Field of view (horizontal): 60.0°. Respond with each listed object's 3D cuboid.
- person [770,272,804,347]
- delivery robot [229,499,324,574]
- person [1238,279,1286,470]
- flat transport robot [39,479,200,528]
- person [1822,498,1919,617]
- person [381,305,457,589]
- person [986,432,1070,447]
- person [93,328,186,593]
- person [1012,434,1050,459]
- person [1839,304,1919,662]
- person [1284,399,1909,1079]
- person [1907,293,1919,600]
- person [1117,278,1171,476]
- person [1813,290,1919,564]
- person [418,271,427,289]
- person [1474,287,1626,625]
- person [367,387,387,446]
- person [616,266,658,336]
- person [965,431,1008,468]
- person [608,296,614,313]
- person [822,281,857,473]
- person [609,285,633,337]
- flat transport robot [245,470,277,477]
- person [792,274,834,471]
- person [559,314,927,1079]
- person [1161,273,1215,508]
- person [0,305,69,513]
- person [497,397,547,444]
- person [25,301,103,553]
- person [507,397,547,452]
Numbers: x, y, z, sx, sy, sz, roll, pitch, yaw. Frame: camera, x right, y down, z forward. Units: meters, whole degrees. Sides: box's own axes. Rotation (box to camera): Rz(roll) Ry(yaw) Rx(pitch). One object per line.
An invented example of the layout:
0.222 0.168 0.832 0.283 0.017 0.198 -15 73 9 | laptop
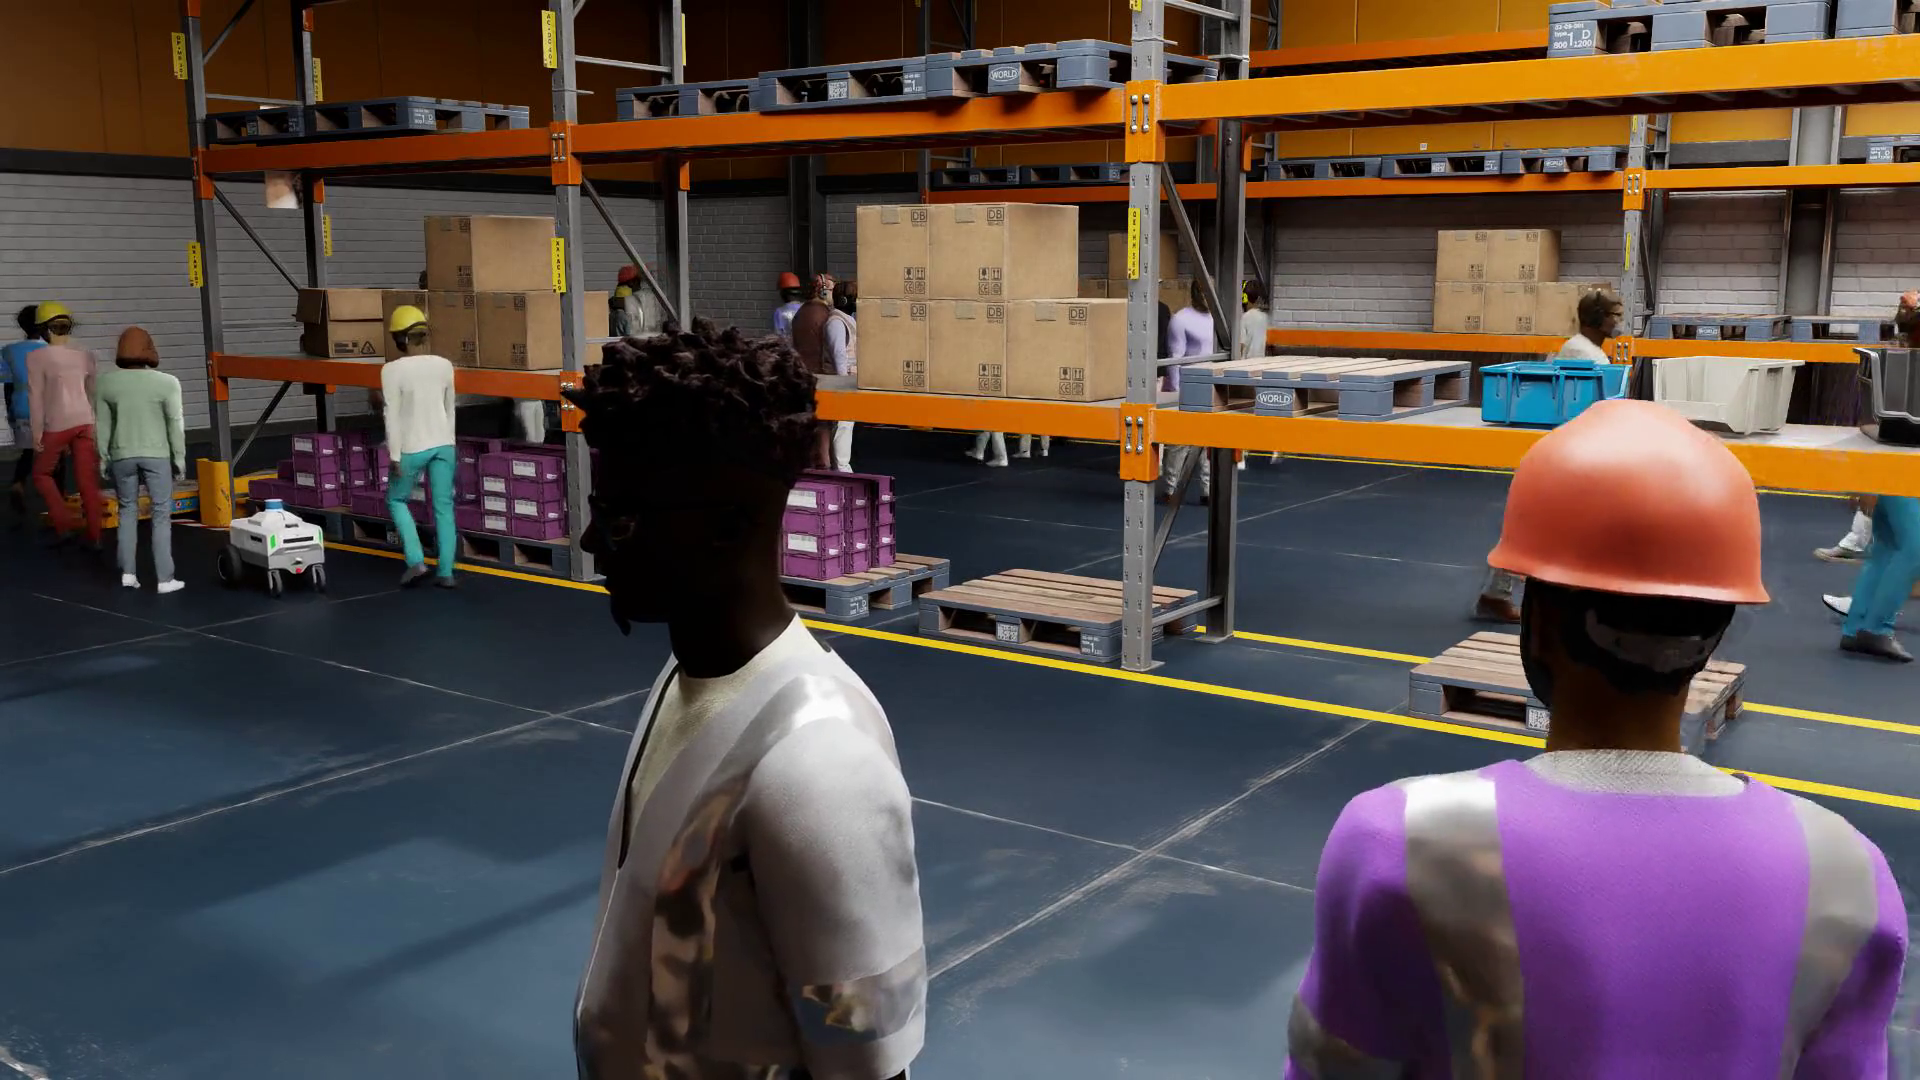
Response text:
-1.824 -1.890 17.732 0.561 1.891 0.932 -9 13 -44 | person
-4.200 -0.009 10.214 0.477 0.478 0.707 -9 13 -43 | delivery robot
2.811 -1.572 15.970 0.634 1.853 0.527 8 13 41 | person
-6.370 -0.300 13.085 0.652 0.197 1.431 5 11 28 | flat transport robot
5.375 -0.423 9.106 1.008 1.853 0.642 5 11 25 | person
-3.301 -0.553 10.212 0.420 1.753 0.542 8 13 41 | person
0.719 -1.919 18.009 1.024 1.881 0.597 3 10 16 | person
-4.992 -0.477 10.149 0.518 1.615 0.365 -2 10 -12 | person
0.727 -1.641 17.003 0.524 1.639 0.308 -6 11 -33 | person
4.797 -0.291 8.425 0.546 1.814 0.601 9 13 43 | person
0.603 0.825 1.569 0.539 1.906 0.935 -1 10 -5 | person
5.983 -0.609 9.811 0.896 2.009 0.622 4 10 23 | person
1.725 -1.575 15.554 0.369 1.993 0.622 8 13 41 | person
6.247 -0.704 10.857 0.975 1.846 0.591 4 10 21 | person
-6.306 -2.248 19.881 0.409 1.916 0.655 -2 10 -14 | person
3.374 -0.435 9.120 1.033 1.892 0.647 6 11 30 | person
-4.960 -1.202 14.428 0.371 1.620 0.566 -7 12 -36 | person
-3.770 -2.197 19.368 1.076 1.954 0.680 4 10 24 | person
0.222 -1.669 16.443 0.578 1.877 0.902 -7 12 -34 | person
-4.060 -2.108 19.841 0.368 1.608 0.551 0 10 -1 | person
-1.003 -1.367 14.772 0.429 1.844 0.625 0 10 2 | person
-3.894 -2.072 19.274 0.323 1.738 0.488 -9 13 -44 | person
-5.440 -0.464 14.063 1.431 0.197 0.652 0 10 2 | flat transport robot
-1.251 -1.448 15.066 0.403 1.906 0.652 -6 11 -33 | person
-0.244 0.736 1.875 0.361 1.963 0.618 -4 10 -21 | person
1.953 -1.211 13.601 0.639 1.945 0.407 -6 11 -31 | person
-7.257 -0.998 13.071 0.542 1.685 0.508 -1 10 -6 | person
-4.867 -2.020 18.556 0.614 1.883 0.896 8 13 41 | person
-6.191 -0.769 11.481 0.485 1.746 0.567 5 11 26 | person
-3.769 -1.178 14.316 0.462 1.619 0.501 2 10 13 | person
